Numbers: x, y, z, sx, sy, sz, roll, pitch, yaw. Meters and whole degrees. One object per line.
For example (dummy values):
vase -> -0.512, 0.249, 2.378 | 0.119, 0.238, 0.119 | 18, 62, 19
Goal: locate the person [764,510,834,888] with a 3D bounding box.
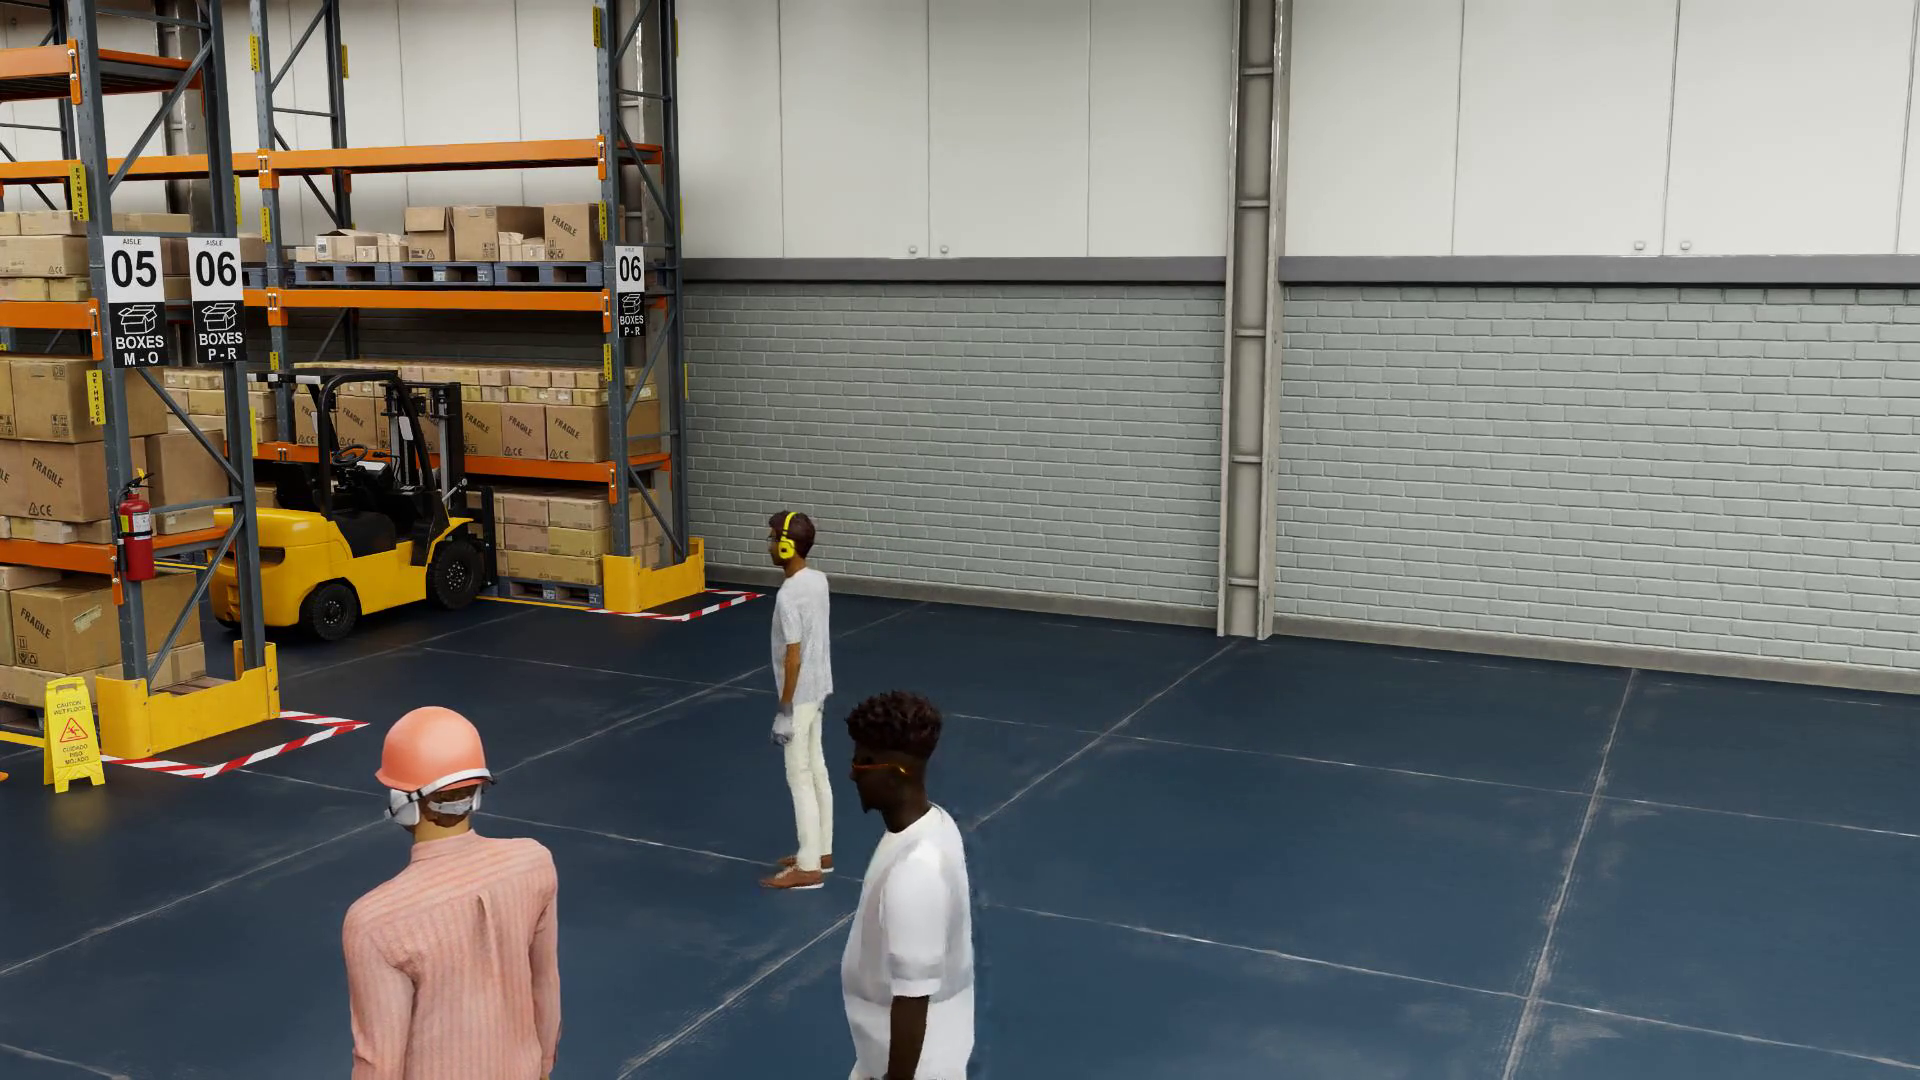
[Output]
person -> -0.794, 0.780, 8.169 | 0.322, 1.870, 0.530 | 3, 10, 15

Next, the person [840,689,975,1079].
person -> -0.042, 1.352, 4.512 | 0.964, 1.917, 0.642 | 0, 9, -2

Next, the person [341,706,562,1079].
person -> -1.239, 1.384, 4.079 | 0.390, 1.992, 0.624 | 6, 11, 32
